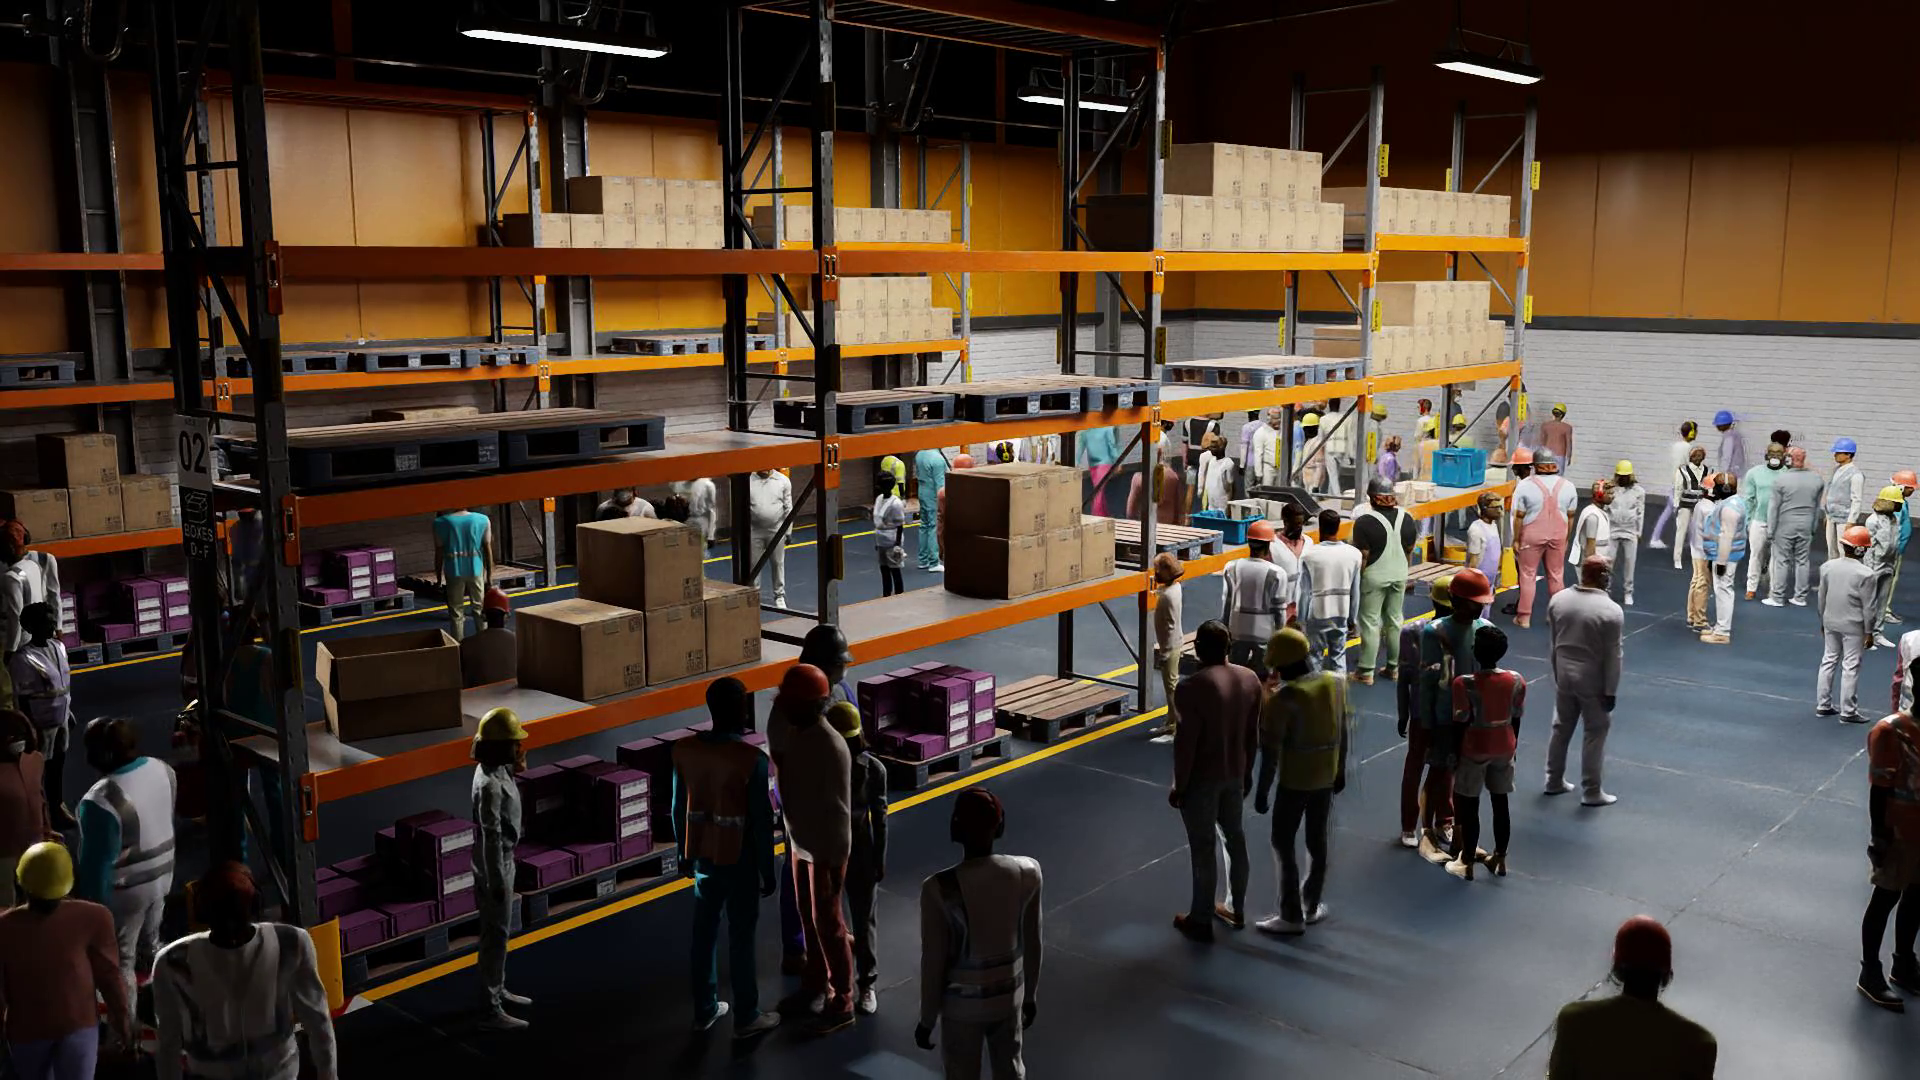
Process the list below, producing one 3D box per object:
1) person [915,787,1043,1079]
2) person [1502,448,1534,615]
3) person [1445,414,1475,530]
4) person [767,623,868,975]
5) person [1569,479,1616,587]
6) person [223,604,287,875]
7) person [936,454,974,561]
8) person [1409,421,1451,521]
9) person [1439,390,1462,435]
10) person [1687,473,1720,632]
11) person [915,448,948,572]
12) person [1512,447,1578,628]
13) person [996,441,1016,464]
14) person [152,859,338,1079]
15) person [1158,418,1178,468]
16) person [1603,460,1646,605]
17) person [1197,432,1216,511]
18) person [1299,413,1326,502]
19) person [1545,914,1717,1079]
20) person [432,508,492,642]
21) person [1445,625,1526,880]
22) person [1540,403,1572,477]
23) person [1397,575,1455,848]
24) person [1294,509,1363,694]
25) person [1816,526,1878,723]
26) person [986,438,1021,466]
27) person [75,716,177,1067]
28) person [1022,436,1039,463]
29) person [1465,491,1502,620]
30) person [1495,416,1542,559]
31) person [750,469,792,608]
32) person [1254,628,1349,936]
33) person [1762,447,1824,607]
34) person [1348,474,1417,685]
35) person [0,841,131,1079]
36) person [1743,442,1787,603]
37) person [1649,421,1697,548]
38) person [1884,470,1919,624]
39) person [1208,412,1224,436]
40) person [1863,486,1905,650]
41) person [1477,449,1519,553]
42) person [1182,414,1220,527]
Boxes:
[{"bbox_3d":[0.081,1.962,7.044,0.573,1.883,0.355,-5,11,-27],"label":"person"},{"bbox_3d":[6.475,-0.095,19.199,0.388,1.929,0.548,5,11,28],"label":"person"},{"bbox_3d":[7.551,-1.030,25.244,0.531,1.771,0.302,6,11,33],"label":"person"},{"bbox_3d":[-0.769,1.461,9.561,0.535,2.000,0.683,6,11,30],"label":"person"},{"bbox_3d":[6.551,0.272,17.296,0.403,1.835,0.563,5,11,30],"label":"person"},{"bbox_3d":[-4.676,1.329,10.978,0.503,1.835,0.354,-4,10,-25],"label":"person"},{"bbox_3d":[0.044,0.037,18.236,0.614,1.987,0.408,0,10,0],"label":"person"},{"bbox_3d":[7.437,-1.105,26.211,0.868,1.594,0.515,-3,10,-18],"label":"person"},{"bbox_3d":[8.507,-1.716,28.854,0.370,1.934,0.627,8,12,39],"label":"person"},{"bbox_3d":[8.228,0.139,18.308,0.323,1.753,0.559,2,10,11],"label":"person"},{"bbox_3d":[-0.341,-0.527,21.857,0.399,1.901,0.645,-5,11,-25],"label":"person"},{"bbox_3d":[6.479,-0.047,18.564,0.685,2.000,0.535,0,10,-1],"label":"person"},{"bbox_3d":[0.556,-0.286,20.501,0.318,1.872,0.551,2,10,11],"label":"person"},{"bbox_3d":[-2.655,2.107,6.248,0.613,1.857,0.779,-5,11,-29],"label":"person"},{"bbox_3d":[2.980,-0.961,24.379,0.389,1.926,0.549,0,10,3],"label":"person"},{"bbox_3d":[7.855,-0.089,19.740,0.485,1.736,0.326,3,10,17],"label":"person"},{"bbox_3d":[3.605,-0.739,23.945,0.496,1.626,0.288,-9,13,-43],"label":"person"},{"bbox_3d":[5.003,-0.848,23.696,0.386,1.922,0.594,0,10,-1],"label":"person"},{"bbox_3d":[2.421,2.215,6.079,0.576,1.706,0.920,4,10,23],"label":"person"},{"bbox_3d":[-4.972,0.373,16.664,0.564,1.838,0.391,-4,10,-23],"label":"person"},{"bbox_3d":[3.455,1.396,10.964,0.539,1.700,0.317,-3,10,-15],"label":"person"},{"bbox_3d":[9.824,-1.387,27.427,0.532,1.756,0.337,7,12,37],"label":"person"},{"bbox_3d":[3.325,1.184,11.558,0.585,1.926,0.376,-1,10,-5],"label":"person"},{"bbox_3d":[3.237,0.682,14.625,0.598,1.908,0.410,-3,10,-15],"label":"person"},{"bbox_3d":[7.858,0.742,14.710,0.329,1.751,0.572,-4,10,-20],"label":"person"},{"bbox_3d":[0.579,-0.858,24.044,0.590,1.818,0.731,-7,12,-36],"label":"person"},{"bbox_3d":[-4.146,1.769,8.345,0.584,1.829,0.647,2,10,9],"label":"person"},{"bbox_3d":[1.041,-1.158,25.803,0.345,1.840,0.504,-3,10,-17],"label":"person"},{"bbox_3d":[5.108,0.434,16.276,0.328,1.844,0.511,7,12,37],"label":"person"},{"bbox_3d":[7.485,-0.695,22.606,1.035,1.991,0.625,0,10,1],"label":"person"},{"bbox_3d":[-2.272,-0.113,19.388,0.644,1.900,0.399,-1,10,-8],"label":"person"},{"bbox_3d":[2.090,1.457,10.076,0.676,1.881,0.391,-4,10,-25],"label":"person"},{"bbox_3d":[9.806,-0.150,19.624,0.652,1.901,0.400,-1,10,-4],"label":"person"},{"bbox_3d":[4.017,0.370,16.074,0.678,2.000,0.536,-4,10,-22],"label":"person"},{"bbox_3d":[-3.814,2.049,7.041,0.552,1.714,0.859,-4,10,-20],"label":"person"},{"bbox_3d":[9.684,-0.208,19.871,0.630,1.931,0.376,6,11,30],"label":"person"},{"bbox_3d":[10.234,-0.773,23.576,0.973,1.821,0.541,-3,10,-15],"label":"person"},{"bbox_3d":[10.548,0.078,18.727,0.352,1.738,0.573,5,11,26],"label":"person"},{"bbox_3d":[4.224,-1.405,27.566,0.312,1.741,0.487,0,10,-3],"label":"person"},{"bbox_3d":[9.697,0.289,17.482,0.483,1.737,0.321,-5,11,-26],"label":"person"},{"bbox_3d":[7.049,-0.381,21.798,0.515,1.625,0.283,2,10,14],"label":"person"},{"bbox_3d":[3.700,-1.188,25.435,0.613,2.028,0.409,6,11,30],"label":"person"}]
